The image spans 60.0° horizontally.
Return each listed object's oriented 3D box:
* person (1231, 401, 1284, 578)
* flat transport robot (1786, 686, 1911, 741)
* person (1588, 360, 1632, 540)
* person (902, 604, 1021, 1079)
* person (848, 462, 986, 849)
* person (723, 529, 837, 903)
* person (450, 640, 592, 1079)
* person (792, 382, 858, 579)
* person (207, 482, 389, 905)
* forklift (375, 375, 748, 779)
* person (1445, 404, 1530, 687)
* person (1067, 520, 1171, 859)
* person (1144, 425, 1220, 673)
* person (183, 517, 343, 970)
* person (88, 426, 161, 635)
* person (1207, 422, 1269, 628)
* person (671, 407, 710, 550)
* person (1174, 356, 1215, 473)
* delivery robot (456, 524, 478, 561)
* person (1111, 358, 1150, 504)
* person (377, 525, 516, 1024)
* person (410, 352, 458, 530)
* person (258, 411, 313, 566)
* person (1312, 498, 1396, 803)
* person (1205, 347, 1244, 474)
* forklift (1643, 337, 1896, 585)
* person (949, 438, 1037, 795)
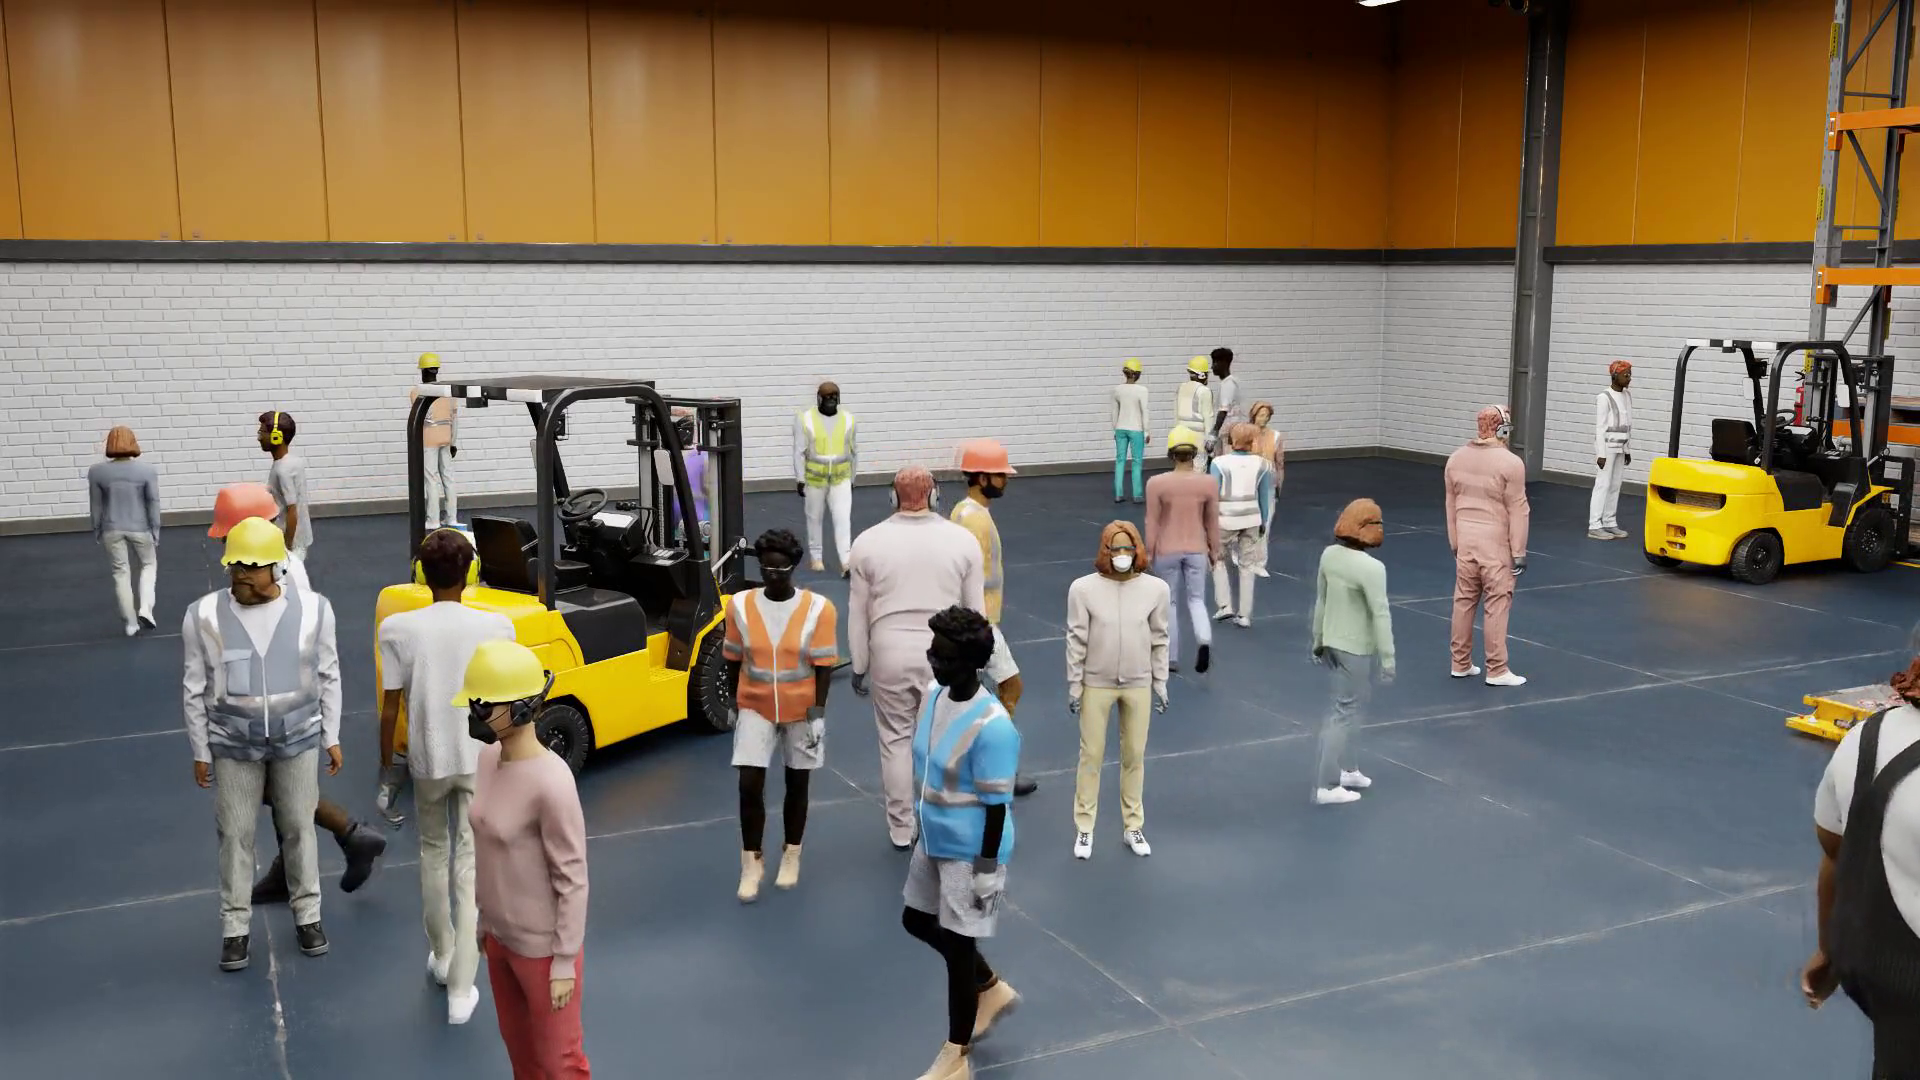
[{"bbox_3d":[2.721,-0.480,15.332,0.531,1.621,0.472,-2,9,-13],"label":"person"},{"bbox_3d":[5.783,1.046,10.072,1.431,0.197,0.652,-4,10,-25],"label":"flat transport robot"},{"bbox_3d":[6.844,-0.940,17.446,0.568,1.879,0.353,-8,12,-41],"label":"person"},{"bbox_3d":[0.002,1.042,5.694,0.497,1.687,0.563,-5,10,-28],"label":"person"},{"bbox_3d":[-0.203,0.585,7.935,0.665,1.887,0.558,-1,9,-4],"label":"person"},{"bbox_3d":[-0.803,0.775,7.376,0.530,1.672,0.565,0,9,2],"label":"person"},{"bbox_3d":[-1.261,1.152,4.786,0.328,1.767,0.531,-8,12,-41],"label":"person"},{"bbox_3d":[-1.225,-0.552,15.296,0.633,1.787,0.965,-2,9,-14],"label":"person"},{"bbox_3d":[-2.923,0.677,7.308,0.595,1.904,0.555,-2,9,-12],"label":"person"},{"bbox_3d":[-2.268,0.149,9.685,1.214,2.155,2.313,6,11,32],"label":"forklift"},{"bbox_3d":[3.594,0.034,11.288,0.410,1.909,0.642,-6,11,-33],"label":"person"},{"bbox_3d":[0.757,0.708,7.946,0.501,1.633,0.283,-1,9,-4],"label":"person"},{"bbox_3d":[1.538,0.083,11.467,0.531,1.750,0.581,-1,9,-7],"label":"person"},{"bbox_3d":[-2.805,0.807,6.732,0.592,1.829,0.404,-4,10,-25],"label":"person"},{"bbox_3d":[-6.425,-0.072,12.835,0.504,1.620,0.340,-3,10,-19],"label":"person"},{"bbox_3d":[2.178,-0.121,13.122,0.538,1.622,0.438,-2,9,-12],"label":"person"},{"bbox_3d":[-2.007,-0.128,12.631,0.581,1.811,0.699,6,11,32],"label":"person"},{"bbox_3d":[2.728,-1.198,19.162,0.404,1.830,0.599,-6,11,-32],"label":"person"},{"bbox_3d":[-4.422,0.099,14.778,0.707,0.478,0.477,3,10,18],"label":"delivery robot"},{"bbox_3d":[2.076,-1.318,20.117,0.532,1.767,0.324,7,11,37],"label":"person"},{"bbox_3d":[-1.931,0.854,6.380,0.554,1.837,0.771,-2,9,-12],"label":"person"},{"bbox_3d":[-5.717,-1.068,18.058,0.370,1.925,0.594,6,11,32],"label":"person"},{"bbox_3d":[-4.550,0.060,11.236,0.329,1.874,0.518,-3,10,-16],"label":"person"},{"bbox_3d":[2.117,0.583,8.761,0.556,1.614,0.536,-3,10,-20],"label":"person"},{"bbox_3d":[2.921,-1.226,18.992,0.821,1.934,0.617,0,9,3],"label":"person"},{"bbox_3d":[7.551,-0.789,15.507,2.313,2.155,1.214,-4,10,-25],"label":"forklift"},{"bbox_3d":[0.194,0.417,8.859,0.649,1.919,0.570,-1,9,-7],"label":"person"}]
